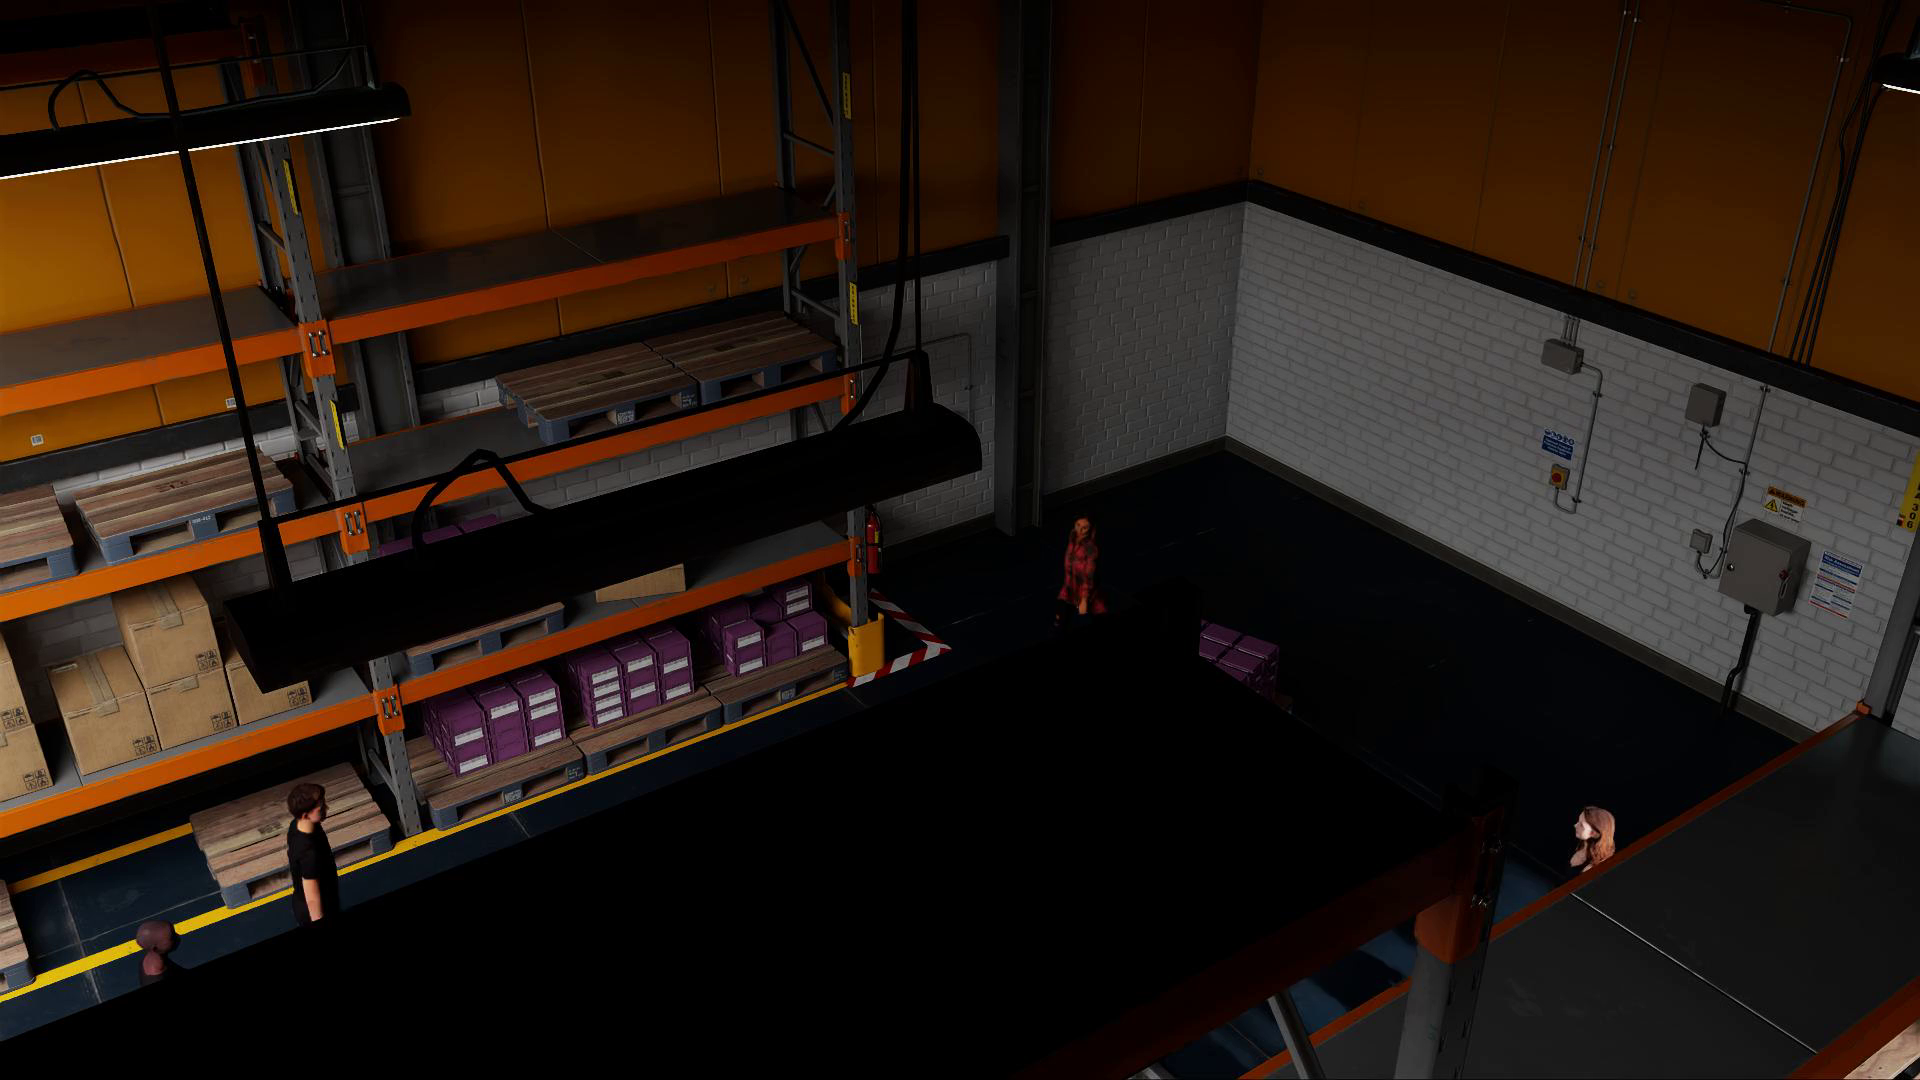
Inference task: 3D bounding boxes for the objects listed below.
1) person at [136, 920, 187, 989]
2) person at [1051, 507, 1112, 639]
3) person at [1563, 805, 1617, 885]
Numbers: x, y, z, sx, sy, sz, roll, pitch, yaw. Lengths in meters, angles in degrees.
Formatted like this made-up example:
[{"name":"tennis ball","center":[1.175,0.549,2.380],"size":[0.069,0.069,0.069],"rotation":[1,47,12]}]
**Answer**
[{"name":"person","center":[-4.466,2.880,9.526],"size":[0.518,1.749,0.586],"rotation":[-19,34,-30]},{"name":"person","center":[1.117,0.457,14.074],"size":[1.153,1.648,0.727],"rotation":[-13,31,-22]},{"name":"person","center":[3.972,2.424,10.405],"size":[1.177,1.708,1.034],"rotation":[2,29,3]}]
